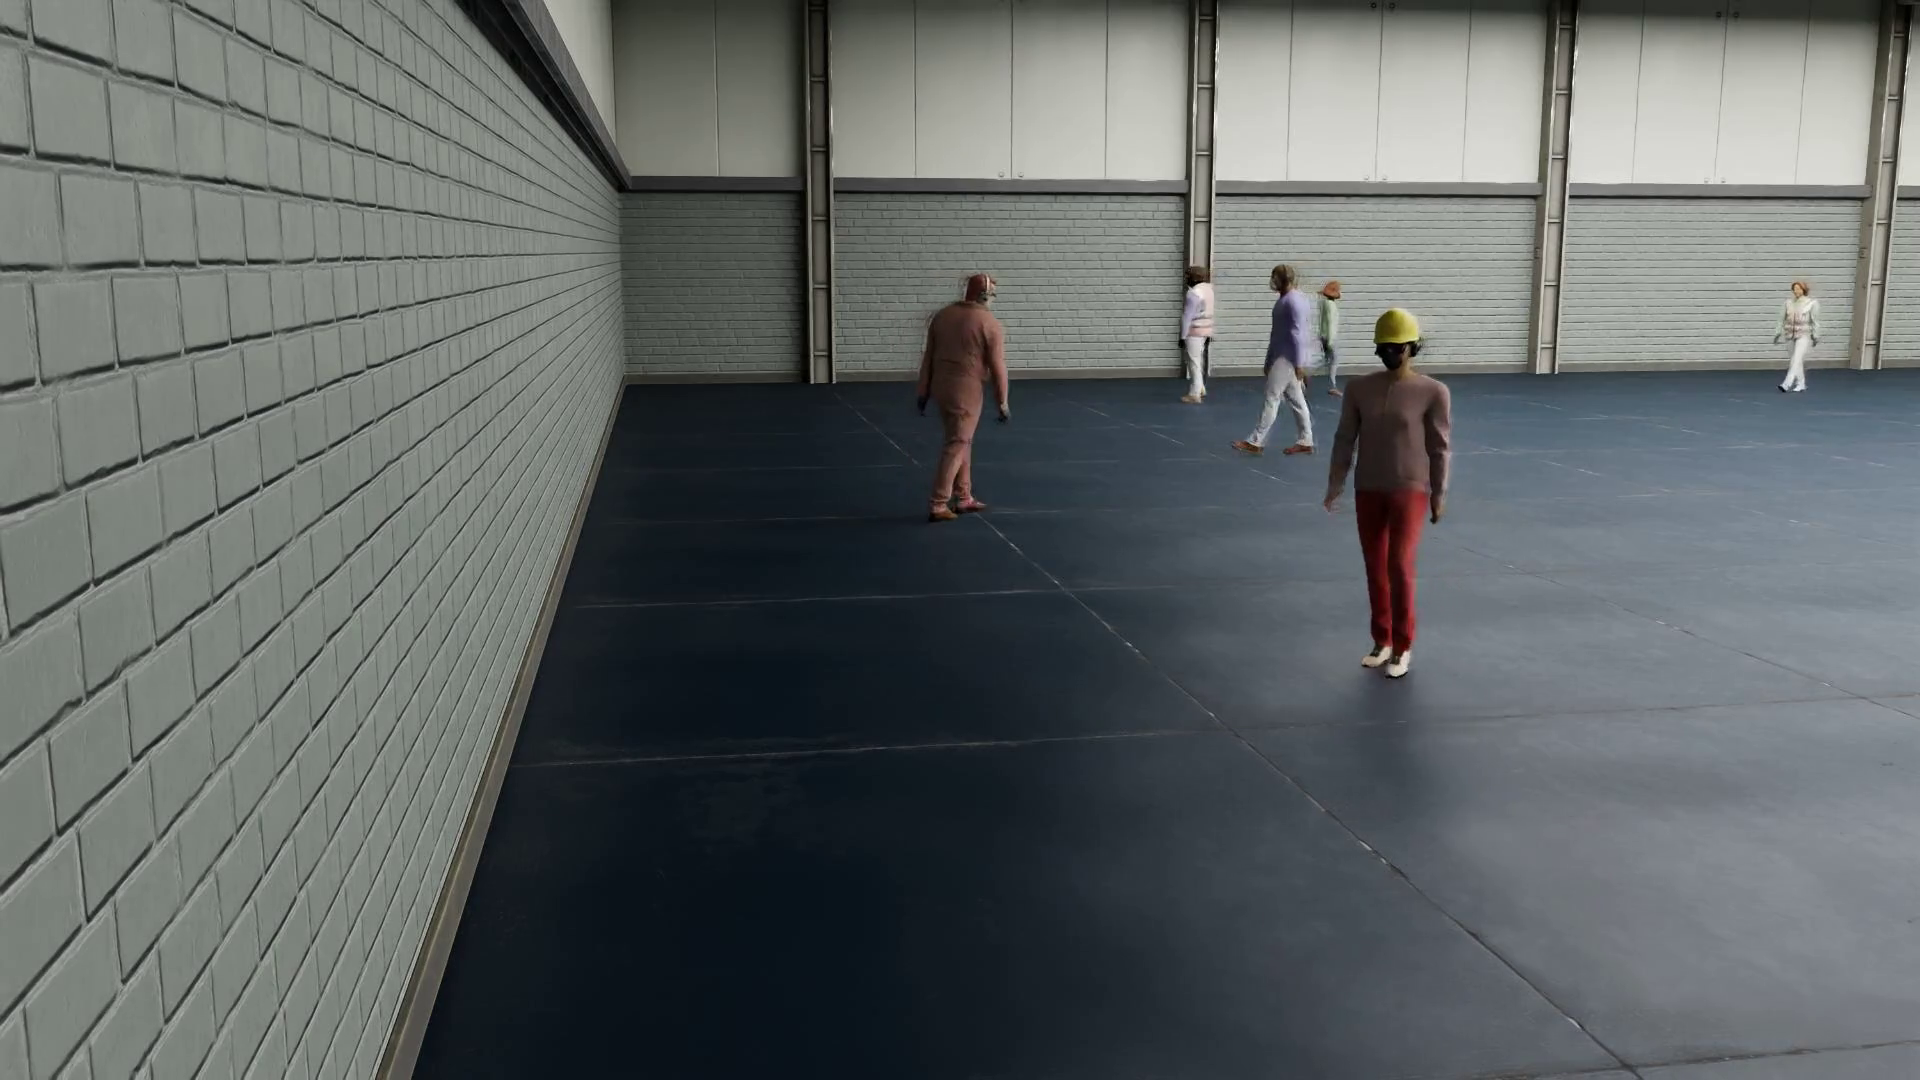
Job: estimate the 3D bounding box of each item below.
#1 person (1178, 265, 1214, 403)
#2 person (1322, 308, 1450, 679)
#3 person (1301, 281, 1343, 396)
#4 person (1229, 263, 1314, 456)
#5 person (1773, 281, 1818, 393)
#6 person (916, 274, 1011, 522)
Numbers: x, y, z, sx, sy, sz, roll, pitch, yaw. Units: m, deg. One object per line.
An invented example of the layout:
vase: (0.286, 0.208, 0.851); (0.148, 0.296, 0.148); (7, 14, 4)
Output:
person: (3.124, -2.740, 22.210); (0.474, 1.831, 0.661); (6, 12, 31)
person: (2.018, -0.221, 7.956); (0.535, 1.752, 0.544); (7, 12, 37)
person: (5.127, -2.829, 23.333); (0.582, 1.616, 0.512); (0, 10, -1)
person: (3.113, -1.770, 16.458); (0.954, 1.892, 0.653); (0, 10, 2)
person: (11.938, -2.896, 23.792); (0.867, 1.585, 0.543); (-7, 12, -34)
person: (0.048, -1.069, 12.555); (0.665, 1.846, 0.817); (9, 13, 42)
